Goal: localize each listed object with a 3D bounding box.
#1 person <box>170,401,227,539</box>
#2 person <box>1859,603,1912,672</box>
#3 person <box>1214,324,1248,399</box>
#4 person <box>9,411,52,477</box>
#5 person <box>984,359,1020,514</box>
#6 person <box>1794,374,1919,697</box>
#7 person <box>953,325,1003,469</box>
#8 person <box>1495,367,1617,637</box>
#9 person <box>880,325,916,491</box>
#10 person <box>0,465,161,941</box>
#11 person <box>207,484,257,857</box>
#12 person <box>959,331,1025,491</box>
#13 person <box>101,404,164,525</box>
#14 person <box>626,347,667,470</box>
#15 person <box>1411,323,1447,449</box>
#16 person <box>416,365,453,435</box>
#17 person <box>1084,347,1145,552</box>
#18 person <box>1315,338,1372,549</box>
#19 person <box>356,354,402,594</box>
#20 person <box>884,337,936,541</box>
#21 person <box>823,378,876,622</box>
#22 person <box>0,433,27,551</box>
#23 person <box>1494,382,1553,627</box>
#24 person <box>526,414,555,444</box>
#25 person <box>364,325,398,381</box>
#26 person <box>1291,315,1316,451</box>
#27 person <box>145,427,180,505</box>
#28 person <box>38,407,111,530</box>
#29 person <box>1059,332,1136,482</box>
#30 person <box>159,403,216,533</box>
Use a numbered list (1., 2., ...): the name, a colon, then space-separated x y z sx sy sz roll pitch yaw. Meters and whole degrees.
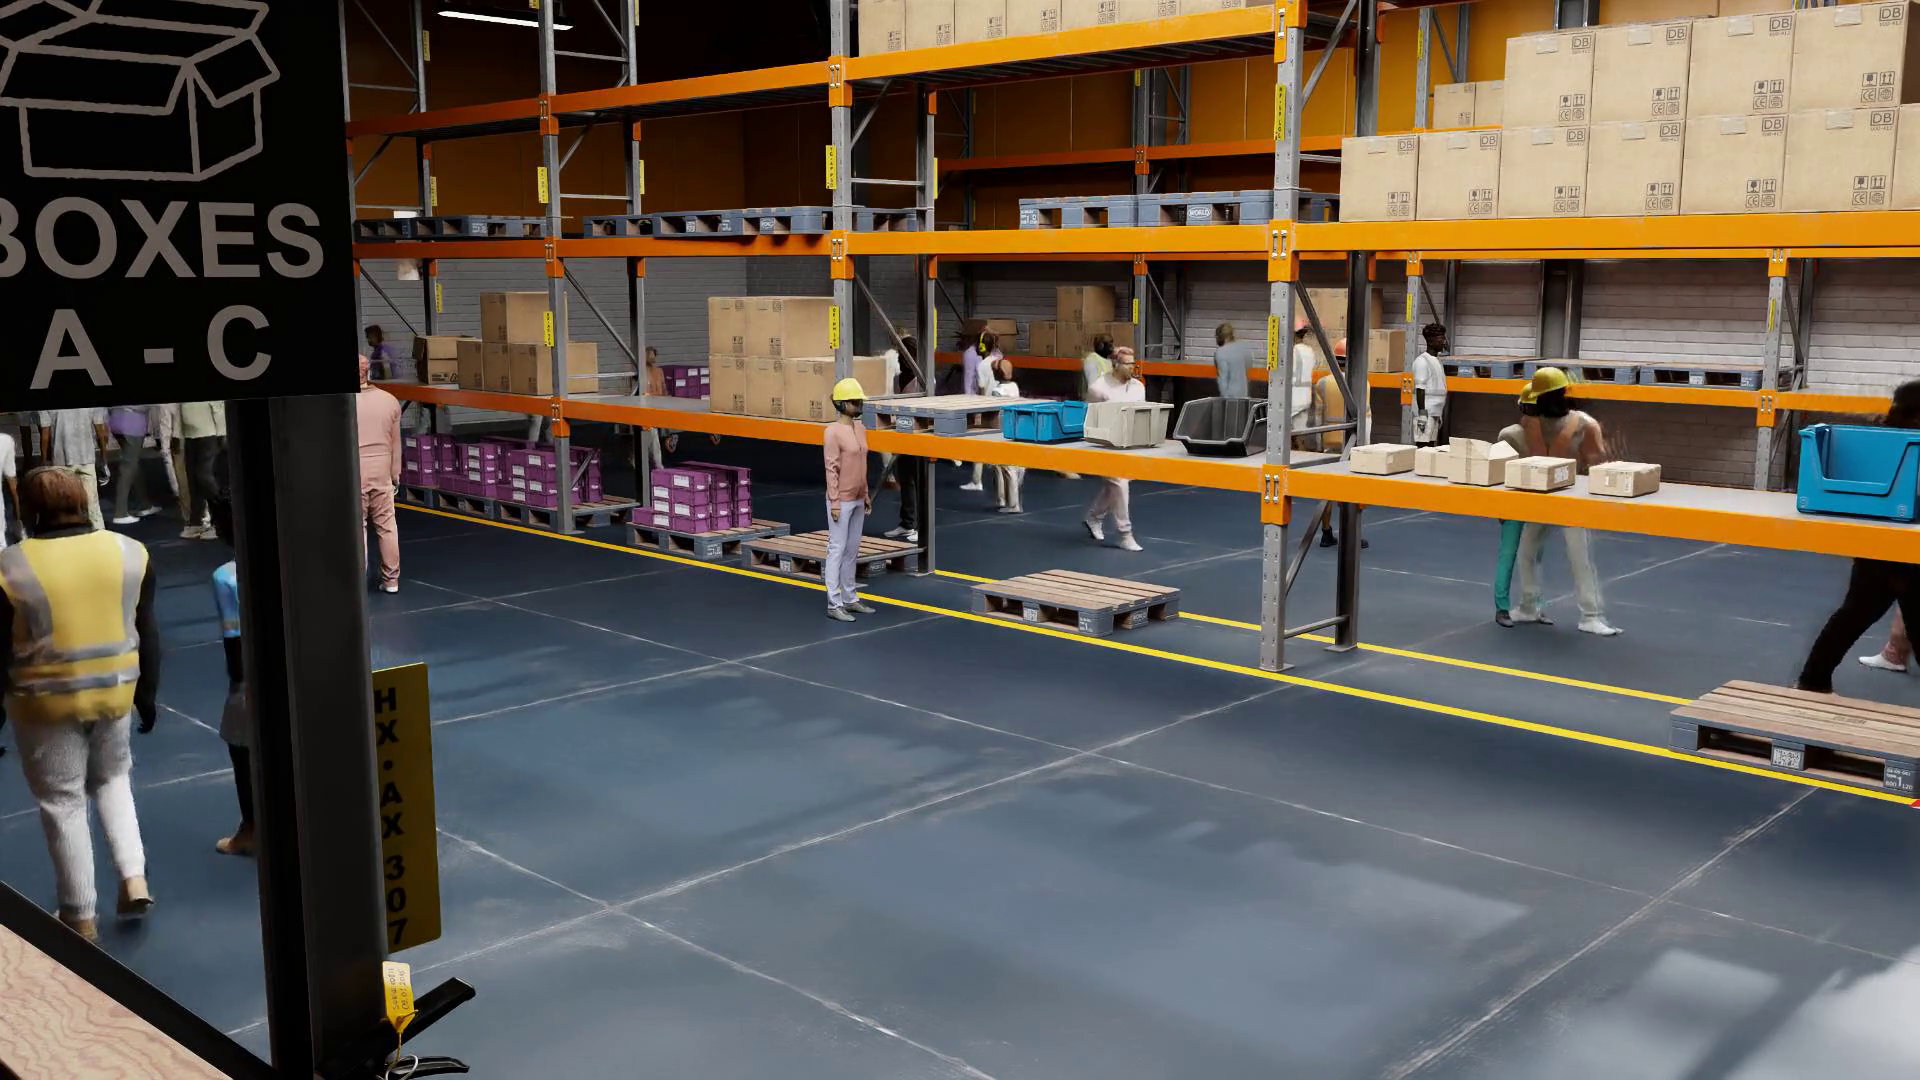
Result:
1. person: -7.248 -0.997 15.811 0.627 1.978 0.461 6 11 35
2. person: 6.050 -0.036 10.252 0.654 1.876 0.880 -6 11 -31
3. person: 3.348 -1.733 20.682 0.857 1.882 0.650 9 13 44
4. person: -11.483 -1.742 20.506 0.355 1.939 0.544 7 11 36
5. person: 0.389 -1.084 17.415 0.599 1.615 0.551 4 10 25
6. person: 5.315 0.016 9.415 0.688 2.000 1.045 -9 13 -44
7. person: 0.244 -1.839 21.367 0.644 1.863 0.943 -7 11 -35
8. person: 4.246 -0.270 11.701 0.418 1.885 0.843 -8 12 -40
9. person: -0.605 -1.486 19.020 0.806 1.908 0.648 6 11 33
10. person: -3.371 0.628 6.294 0.446 1.828 0.643 7 12 38
11. person: -2.890 0.578 7.113 0.730 1.667 0.544 4 10 23
12. person: 0.364 -1.464 19.076 0.750 1.850 0.528 7 11 36
13. person: -8.328 -1.115 16.845 0.588 1.872 0.855 3 10 19
14. person: -3.920 -1.619 20.768 0.815 1.606 0.518 5 11 30
15. person: 5.210 -1.417 18.472 0.367 1.952 0.604 6 11 32
16. person: -6.908 -1.835 21.815 0.499 1.697 0.886 4 10 21
17. person: 1.426 -0.867 15.403 0.645 1.864 0.955 -7 11 -35
18. person: 3.515 -0.881 15.226 0.542 1.939 0.363 8 12 39
19. person: -4.651 -0.491 12.929 0.407 1.910 0.638 8 12 40
20. person: -0.450 -0.957 15.752 0.393 1.920 0.591 -7 12 -39
21. person: -0.812 -0.298 12.170 0.306 1.772 0.525 4 10 25
22. person: -6.167 -0.057 10.472 0.525 1.852 0.683 -8 12 -42
23. person: 4.082 -0.257 11.928 0.525 1.769 0.310 -3 10 -15
24. person: -5.403 -1.872 21.338 0.429 1.927 0.668 5 11 29
25. person: -7.690 -1.910 21.906 0.619 1.814 0.678 -4 10 -22
26. person: 3.844 -1.580 19.247 0.445 2.025 0.638 8 12 39
27. person: -8.597 -1.307 18.052 0.602 1.865 0.469 -9 13 -44
28. person: -7.368 -0.617 13.829 0.534 1.865 0.311 -7 12 -38
29. person: 1.638 -1.608 20.117 0.950 1.805 0.614 6 11 34
30. person: -7.410 -0.844 16.008 0.518 1.587 0.821 -5 10 -28
